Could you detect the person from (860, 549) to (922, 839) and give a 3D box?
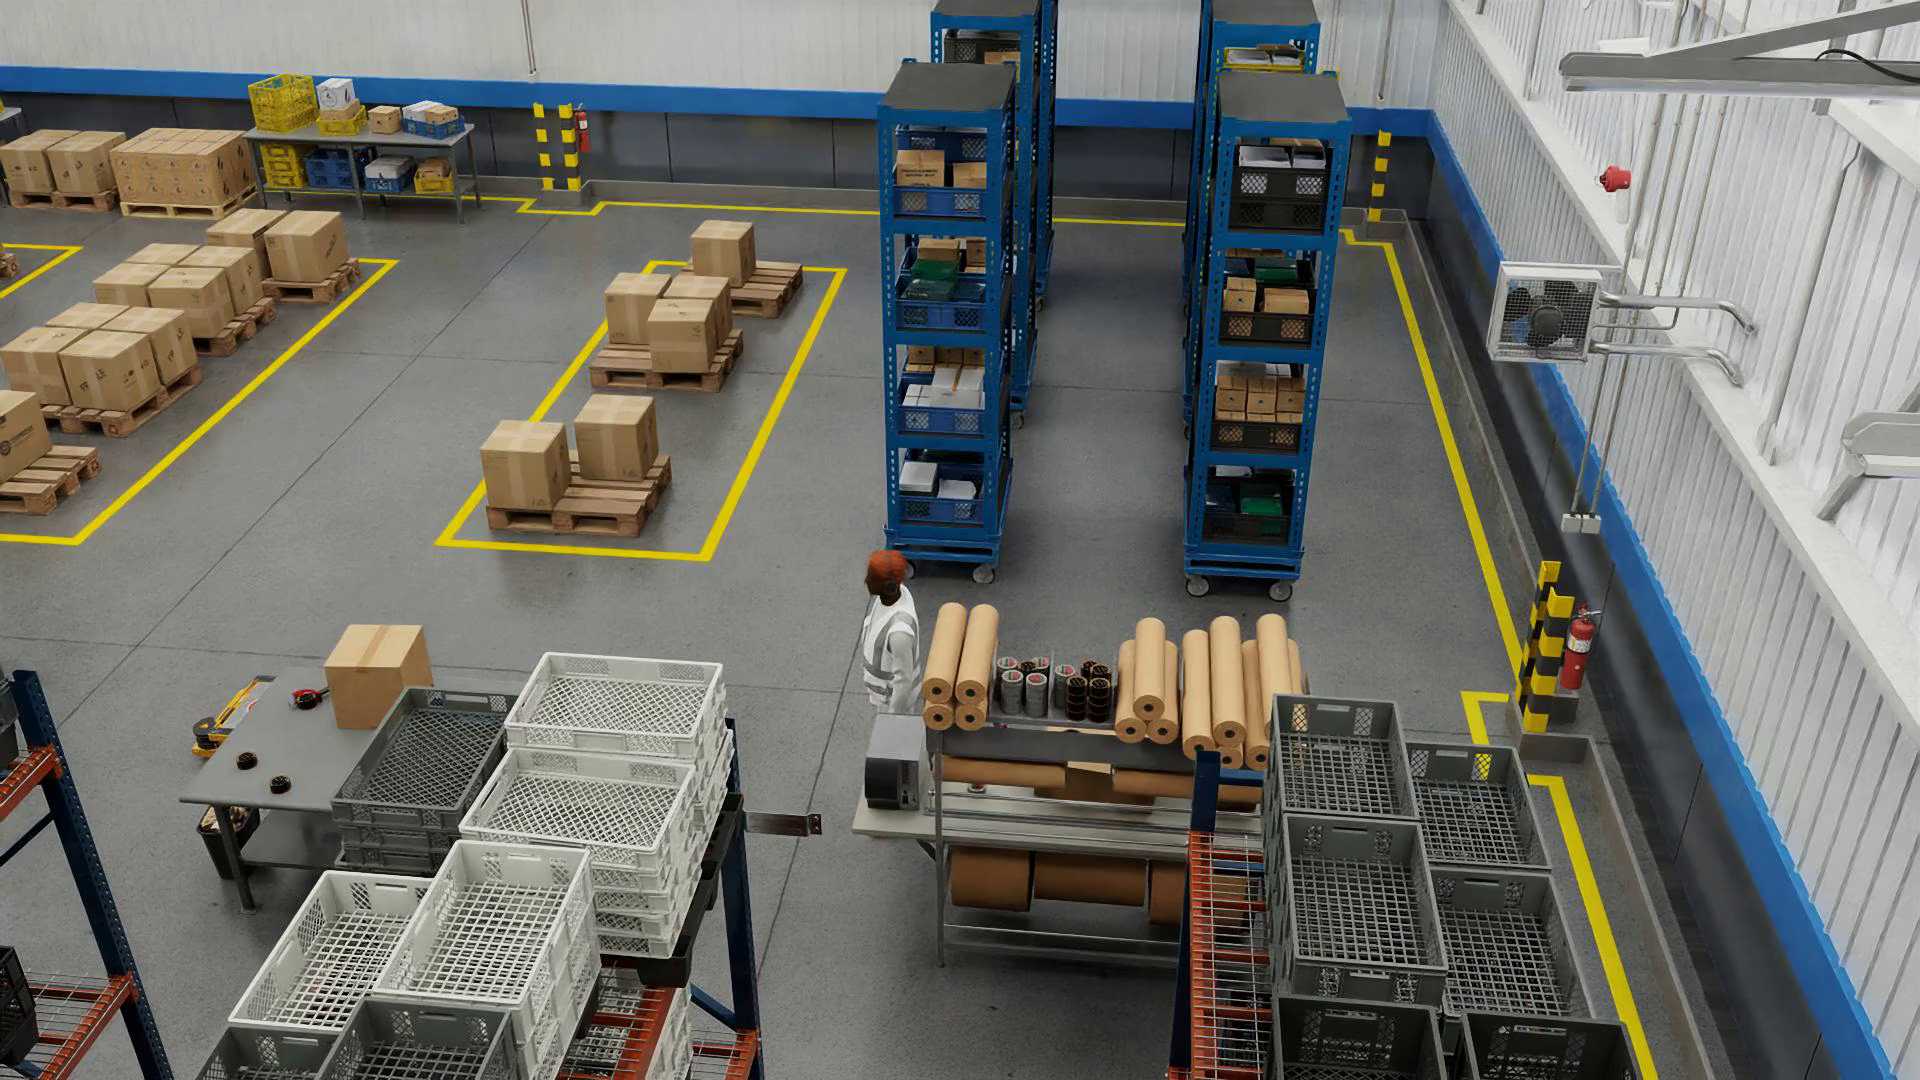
[{"bbox_3d":[-0.403,0.872,9.573,0.356,1.882,0.574,-5,31,-9],"label":"person"}]

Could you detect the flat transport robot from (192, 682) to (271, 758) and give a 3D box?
[{"bbox_3d":[-4.089,1.163,10.648,1.431,0.197,0.652,3,30,6],"label":"flat transport robot"}]
